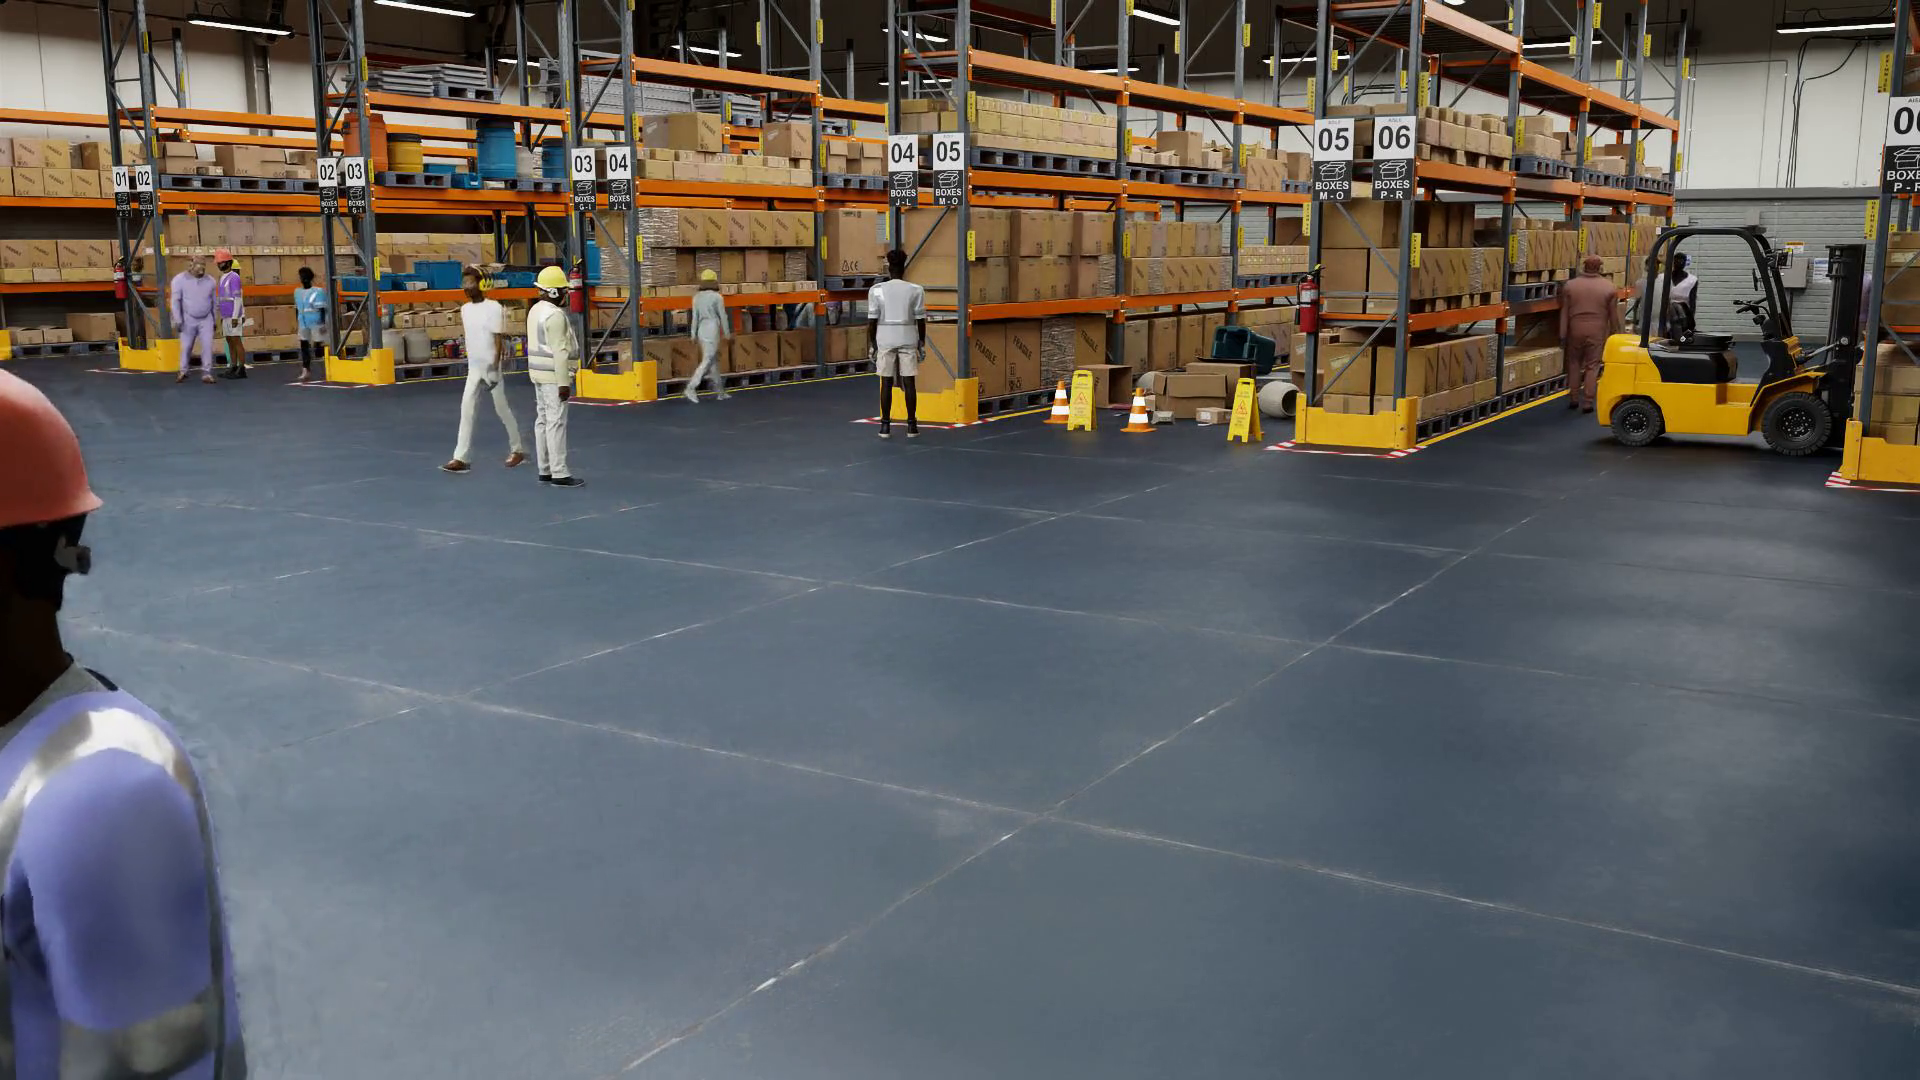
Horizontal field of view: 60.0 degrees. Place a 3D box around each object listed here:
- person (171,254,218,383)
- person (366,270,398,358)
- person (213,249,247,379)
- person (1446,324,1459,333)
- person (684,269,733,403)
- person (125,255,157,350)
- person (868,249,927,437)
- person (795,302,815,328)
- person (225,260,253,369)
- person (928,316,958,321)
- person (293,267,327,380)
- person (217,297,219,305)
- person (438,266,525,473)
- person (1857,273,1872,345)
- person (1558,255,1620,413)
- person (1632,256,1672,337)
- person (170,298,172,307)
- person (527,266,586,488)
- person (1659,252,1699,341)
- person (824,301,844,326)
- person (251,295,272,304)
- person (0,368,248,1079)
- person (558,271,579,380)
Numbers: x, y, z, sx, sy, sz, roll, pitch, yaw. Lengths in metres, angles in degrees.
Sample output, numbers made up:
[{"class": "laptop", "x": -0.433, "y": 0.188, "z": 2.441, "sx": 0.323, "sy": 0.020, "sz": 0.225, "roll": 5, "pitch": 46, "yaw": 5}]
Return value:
[{"class": "person", "x": -11.117, "y": -3.204, "z": 24.134, "sx": 0.663, "sy": 1.872, "sz": 0.679, "roll": -9, "pitch": 14, "yaw": -42}, {"class": "person", "x": -9.241, "y": -3.519, "z": 26.681, "sx": 0.514, "sy": 1.589, "sz": 0.893, "roll": 4, "pitch": 11, "yaw": 21}, {"class": "person", "x": -10.946, "y": -3.380, "z": 24.909, "sx": 0.544, "sy": 1.938, "sz": 0.355, "roll": 10, "pitch": 14, "yaw": 44}, {"class": "person", "x": 10.115, "y": -4.931, "z": 33.632, "sx": 0.395, "sy": 1.922, "sz": 0.569, "roll": 7, "pitch": 12, "yaw": 36}, {"class": "person", "x": -3.252, "y": -2.610, "z": 21.260, "sx": 0.497, "sy": 1.698, "sz": 0.889, "roll": 7, "pitch": 12, "yaw": 35}, {"class": "person", "x": -13.863, "y": -3.876, "z": 28.021, "sx": 0.556, "sy": 1.814, "sz": 0.717, "roll": 4, "pitch": 11, "yaw": 20}, {"class": "person", "x": -0.655, "y": -2.048, "z": 17.371, "sx": 0.614, "sy": 1.963, "sz": 0.361, "roll": -1, "pitch": 10, "yaw": -3}, {"class": "person", "x": -2.569, "y": -4.081, "z": 28.943, "sx": 0.636, "sy": 1.914, "sz": 0.836, "roll": 9, "pitch": 13, "yaw": 40}, {"class": "person", "x": -11.683, "y": -3.630, "z": 26.791, "sx": 0.523, "sy": 1.769, "sz": 0.323, "roll": 8, "pitch": 13, "yaw": 38}, {"class": "person", "x": -0.182, "y": -3.016, "z": 22.599, "sx": 0.606, "sy": 2.037, "sz": 0.405, "roll": 5, "pitch": 11, "yaw": 26}, {"class": "person", "x": -9.658, "y": -3.236, "z": 24.829, "sx": 0.546, "sy": 1.684, "sz": 0.536, "roll": 3, "pitch": 11, "yaw": 16}, {"class": "person", "x": -13.975, "y": -4.438, "z": 31.029, "sx": 0.620, "sy": 1.867, "sz": 0.423, "roll": 7, "pitch": 12, "yaw": 32}, {"class": "person", "x": -4.236, "y": -1.513, "z": 14.791, "sx": 0.537, "sy": 1.823, "sz": 0.972, "roll": 5, "pitch": 11, "yaw": 25}, {"class": "person", "x": 12.801, "y": -3.175, "z": 23.839, "sx": 0.585, "sy": 1.916, "sz": 0.406, "roll": 5, "pitch": 11, "yaw": 27}, {"class": "person", "x": 7.610, "y": -2.484, "z": 20.096, "sx": 0.673, "sy": 1.865, "sz": 0.933, "roll": 5, "pitch": 11, "yaw": 26}, {"class": "person", "x": 9.936, "y": -3.156, "z": 23.881, "sx": 0.542, "sy": 1.854, "sz": 0.628, "roll": 5, "pitch": 11, "yaw": 26}, {"class": "person", "x": -13.877, "y": -4.185, "z": 29.682, "sx": 0.625, "sy": 1.846, "sz": 0.429, "roll": 1, "pitch": 10, "yaw": 8}, {"class": "person", "x": -3.372, "y": -1.350, "z": 13.830, "sx": 0.404, "sy": 1.834, "sz": 0.591, "roll": -7, "pitch": 12, "yaw": -32}, {"class": "person", "x": 10.875, "y": -3.429, "z": 25.325, "sx": 0.595, "sy": 1.892, "sz": 0.836, "roll": 7, "pitch": 12, "yaw": 34}, {"class": "person", "x": -2.167, "y": -3.979, "z": 27.984, "sx": 0.395, "sy": 2.039, "sz": 0.607, "roll": -9, "pitch": 13, "yaw": -41}, {"class": "person", "x": -12.861, "y": -4.306, "z": 30.719, "sx": 0.526, "sy": 1.712, "sz": 0.912, "roll": 4, "pitch": 11, "yaw": 21}, {"class": "person", "x": -0.948, "y": 0.768, "z": 1.717, "sx": 0.420, "sy": 1.920, "sz": 0.579, "roll": -8, "pitch": 13, "yaw": -37}, {"class": "person", "x": -5.787, "y": -3.150, "z": 24.514, "sx": 0.505, "sy": 1.622, "sz": 0.343, "roll": 8, "pitch": 13, "yaw": 37}]
